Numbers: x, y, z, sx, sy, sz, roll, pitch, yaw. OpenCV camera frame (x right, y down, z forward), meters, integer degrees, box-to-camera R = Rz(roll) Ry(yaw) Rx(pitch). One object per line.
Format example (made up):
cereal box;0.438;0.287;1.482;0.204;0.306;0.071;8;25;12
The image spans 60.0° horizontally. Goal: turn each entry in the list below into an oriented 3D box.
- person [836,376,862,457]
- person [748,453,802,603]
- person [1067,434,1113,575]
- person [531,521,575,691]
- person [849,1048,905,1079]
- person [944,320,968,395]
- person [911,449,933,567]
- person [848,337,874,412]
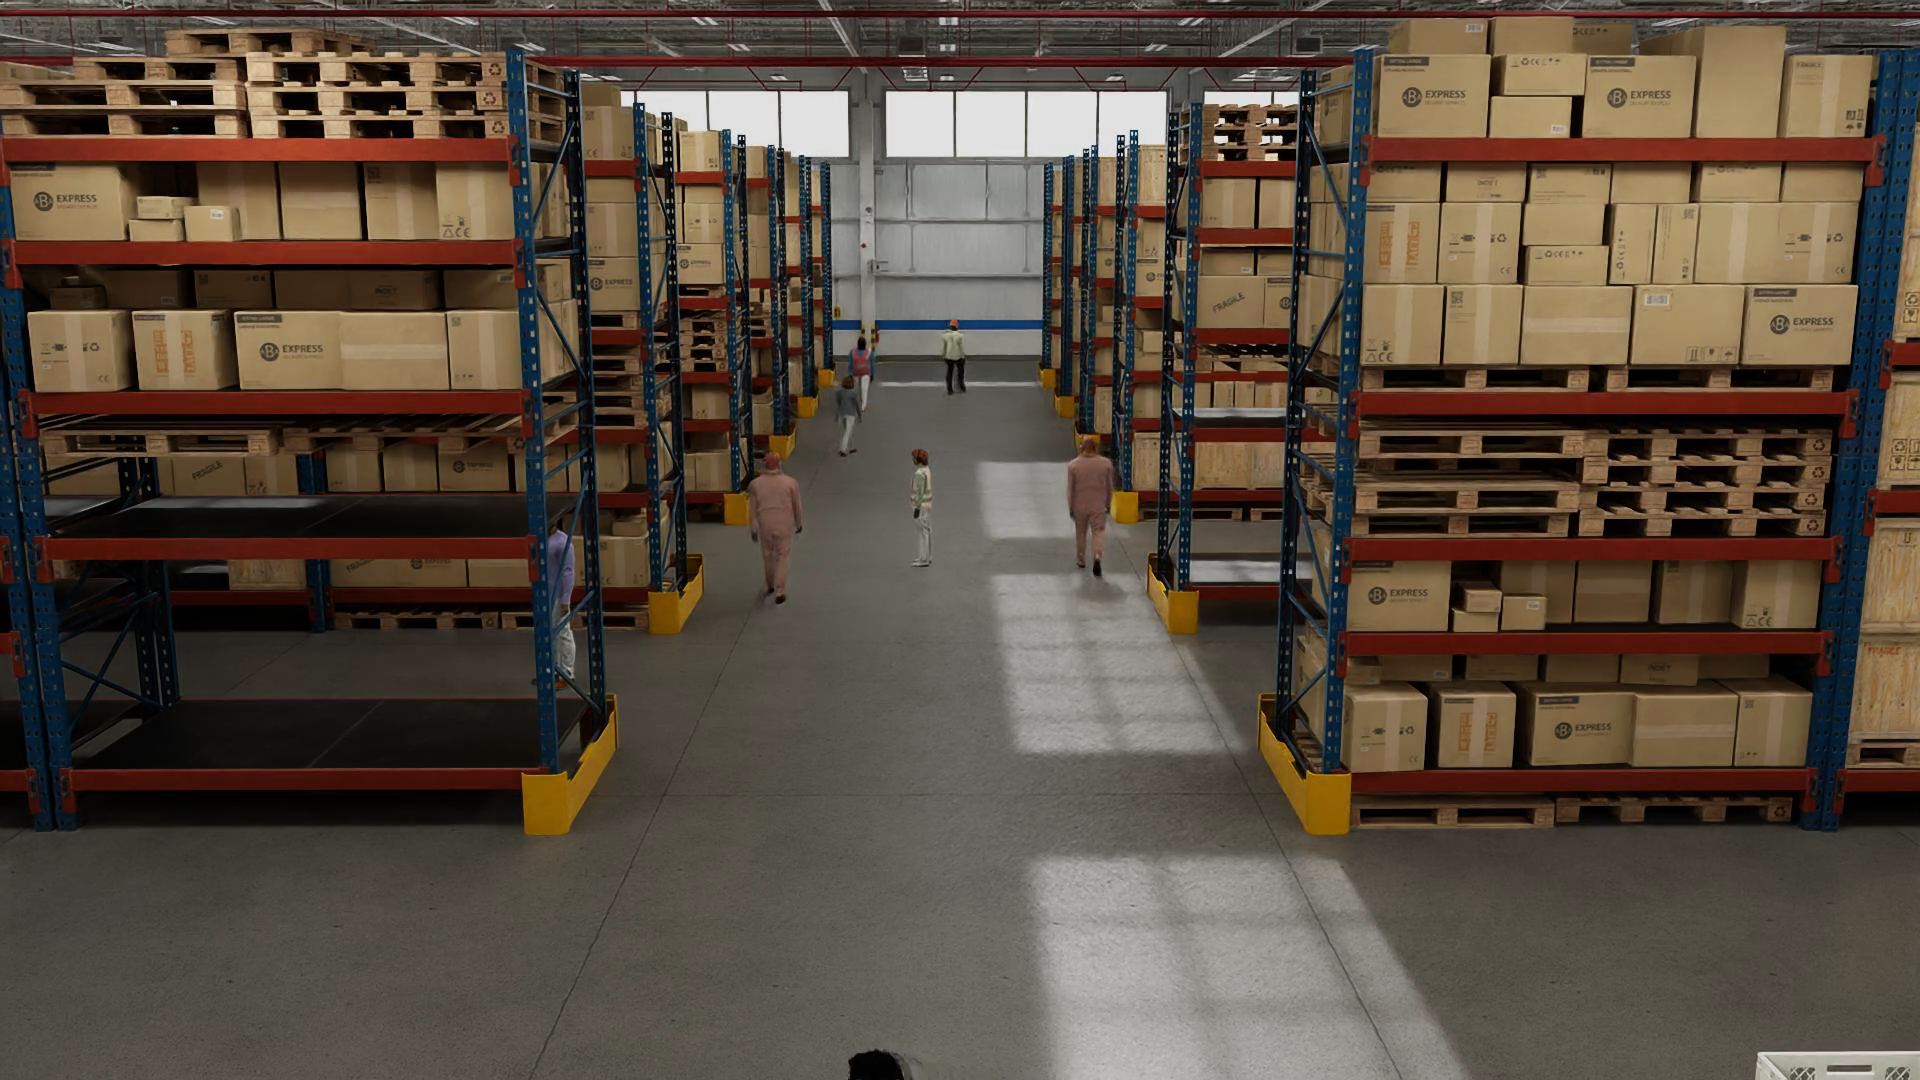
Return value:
person;-2.241;-2.463;33.107;0.518;1.593;0.855;6;13;27
person;-2.329;-0.180;21.143;0.640;1.859;0.939;1;11;6
person;1.766;-0.484;22.586;0.628;1.883;0.854;1;11;3
person;-4.203;0.583;17.154;0.632;1.940;0.372;11;16;42
person;-0.245;2.834;6.659;0.657;1.671;0.530;0;11;0
person;-0.098;-4.833;43.935;0.656;1.954;0.925;5;12;23
person;-0.533;-0.440;23.024;0.313;1.641;0.542;2;12;12
person;-2.376;-4.031;40.327;0.625;1.816;0.765;2;12;12
